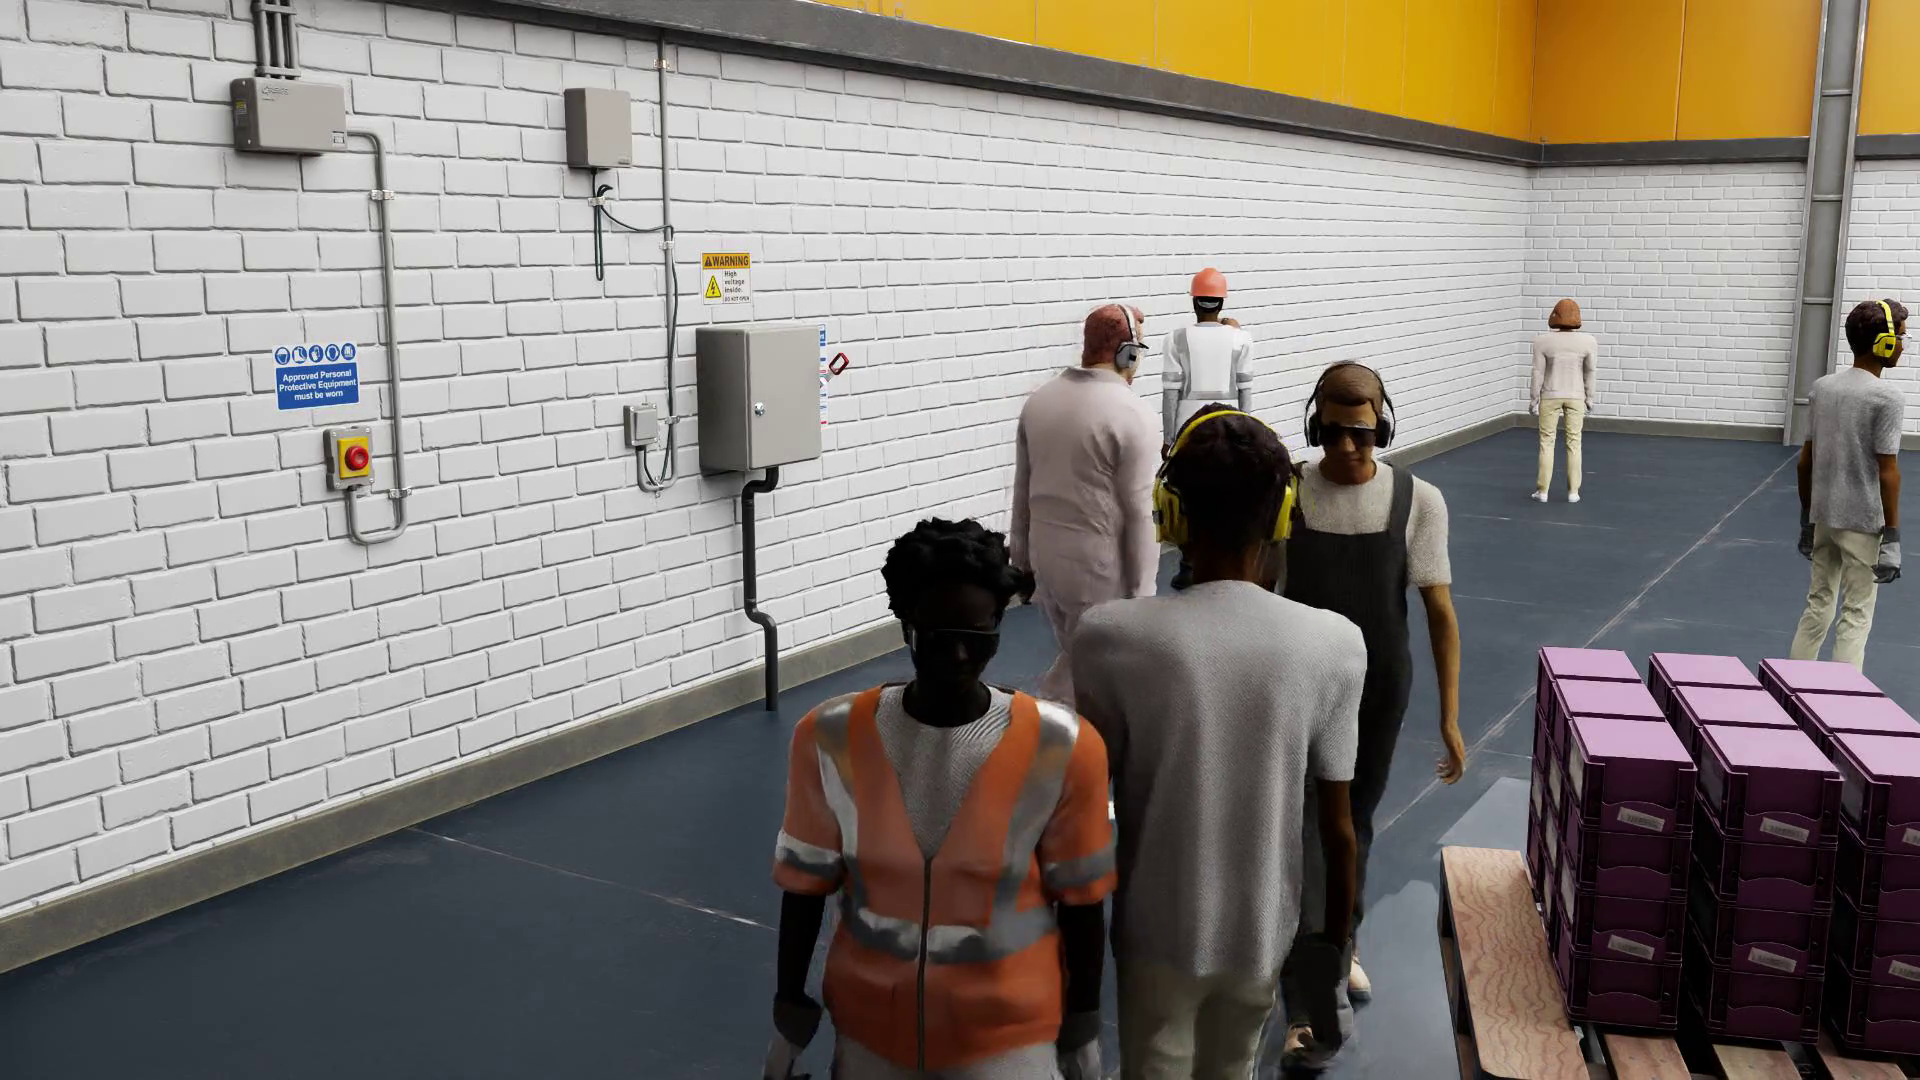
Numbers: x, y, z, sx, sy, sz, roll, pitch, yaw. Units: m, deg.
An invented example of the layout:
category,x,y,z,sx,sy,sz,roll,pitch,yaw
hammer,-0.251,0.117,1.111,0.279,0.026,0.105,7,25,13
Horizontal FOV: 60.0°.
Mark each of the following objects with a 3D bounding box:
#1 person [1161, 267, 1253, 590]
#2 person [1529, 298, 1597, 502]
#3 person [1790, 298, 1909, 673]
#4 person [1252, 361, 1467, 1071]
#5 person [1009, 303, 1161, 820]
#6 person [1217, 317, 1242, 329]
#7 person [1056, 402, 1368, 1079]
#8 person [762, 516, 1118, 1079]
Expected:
category,x,y,z,sx,sy,sz,roll,pitch,yaw
person,1.464,-0.648,9.941,0.547,1.939,0.376,0,10,-1
person,4.834,-1.115,13.363,0.507,1.636,0.275,2,10,10
person,3.628,-0.042,6.778,0.309,1.868,0.535,-2,10,-12
person,1.010,0.440,4.305,0.551,1.787,0.943,1,10,8
person,0.468,0.105,5.934,0.409,1.886,0.647,-7,12,-32
person,1.604,-0.532,10.121,0.311,1.642,0.512,4,11,21
person,0.411,0.702,2.773,0.518,1.836,0.867,-2,10,-8
person,-0.034,0.788,2.688,0.557,1.695,0.349,2,11,13
